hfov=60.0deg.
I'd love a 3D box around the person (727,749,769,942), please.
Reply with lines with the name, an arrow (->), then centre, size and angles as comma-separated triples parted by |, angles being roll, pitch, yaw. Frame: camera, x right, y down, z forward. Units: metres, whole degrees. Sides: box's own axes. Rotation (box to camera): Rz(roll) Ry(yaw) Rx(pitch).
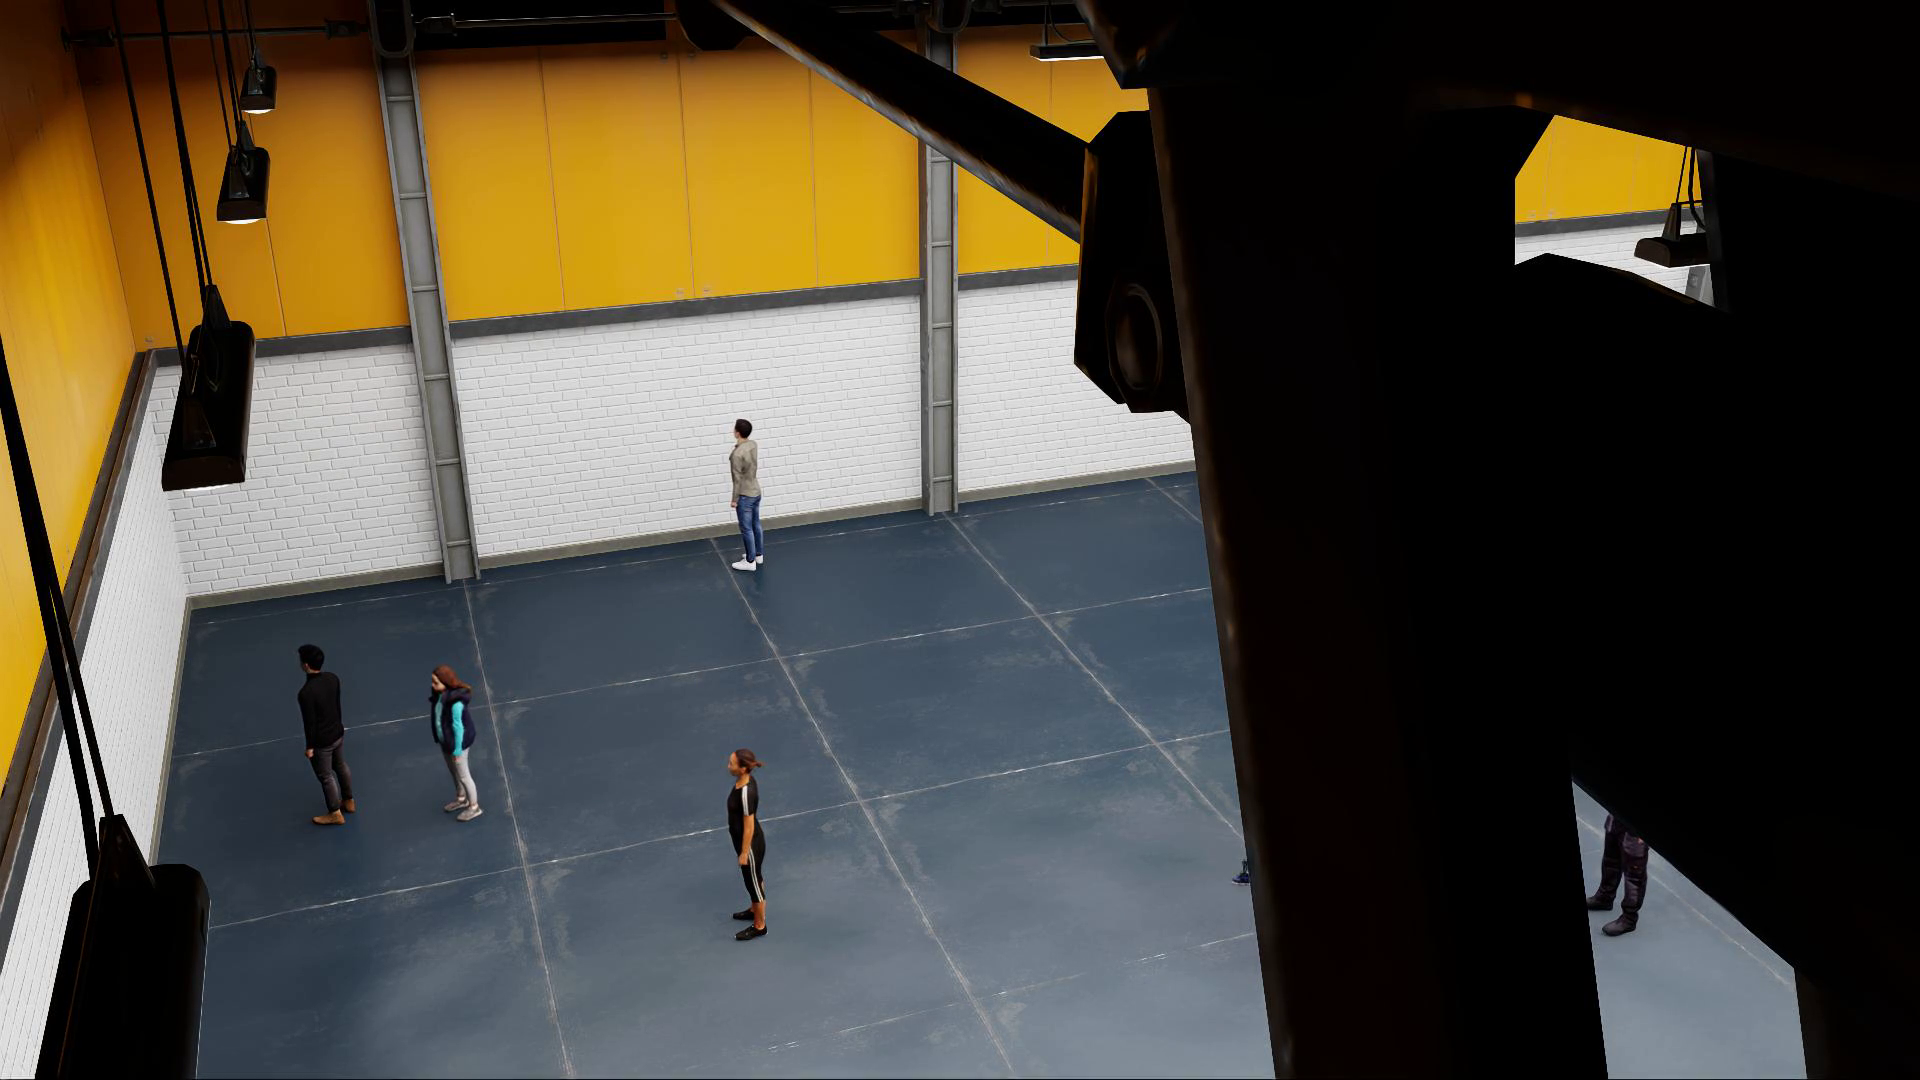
person -> -1.671, 2.378, 13.164 | 0.569, 1.669, 0.613 | -4, 24, -10

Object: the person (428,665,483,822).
person -> -4.483, 1.773, 14.761 | 0.688, 1.498, 0.658 | -20, 31, -38

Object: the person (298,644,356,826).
person -> -5.602, 1.699, 14.651 | 0.738, 1.723, 0.726 | 6, 24, 13

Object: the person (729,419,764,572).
person -> -2.500, -0.541, 19.598 | 0.834, 1.864, 0.789 | 9, 25, 20
